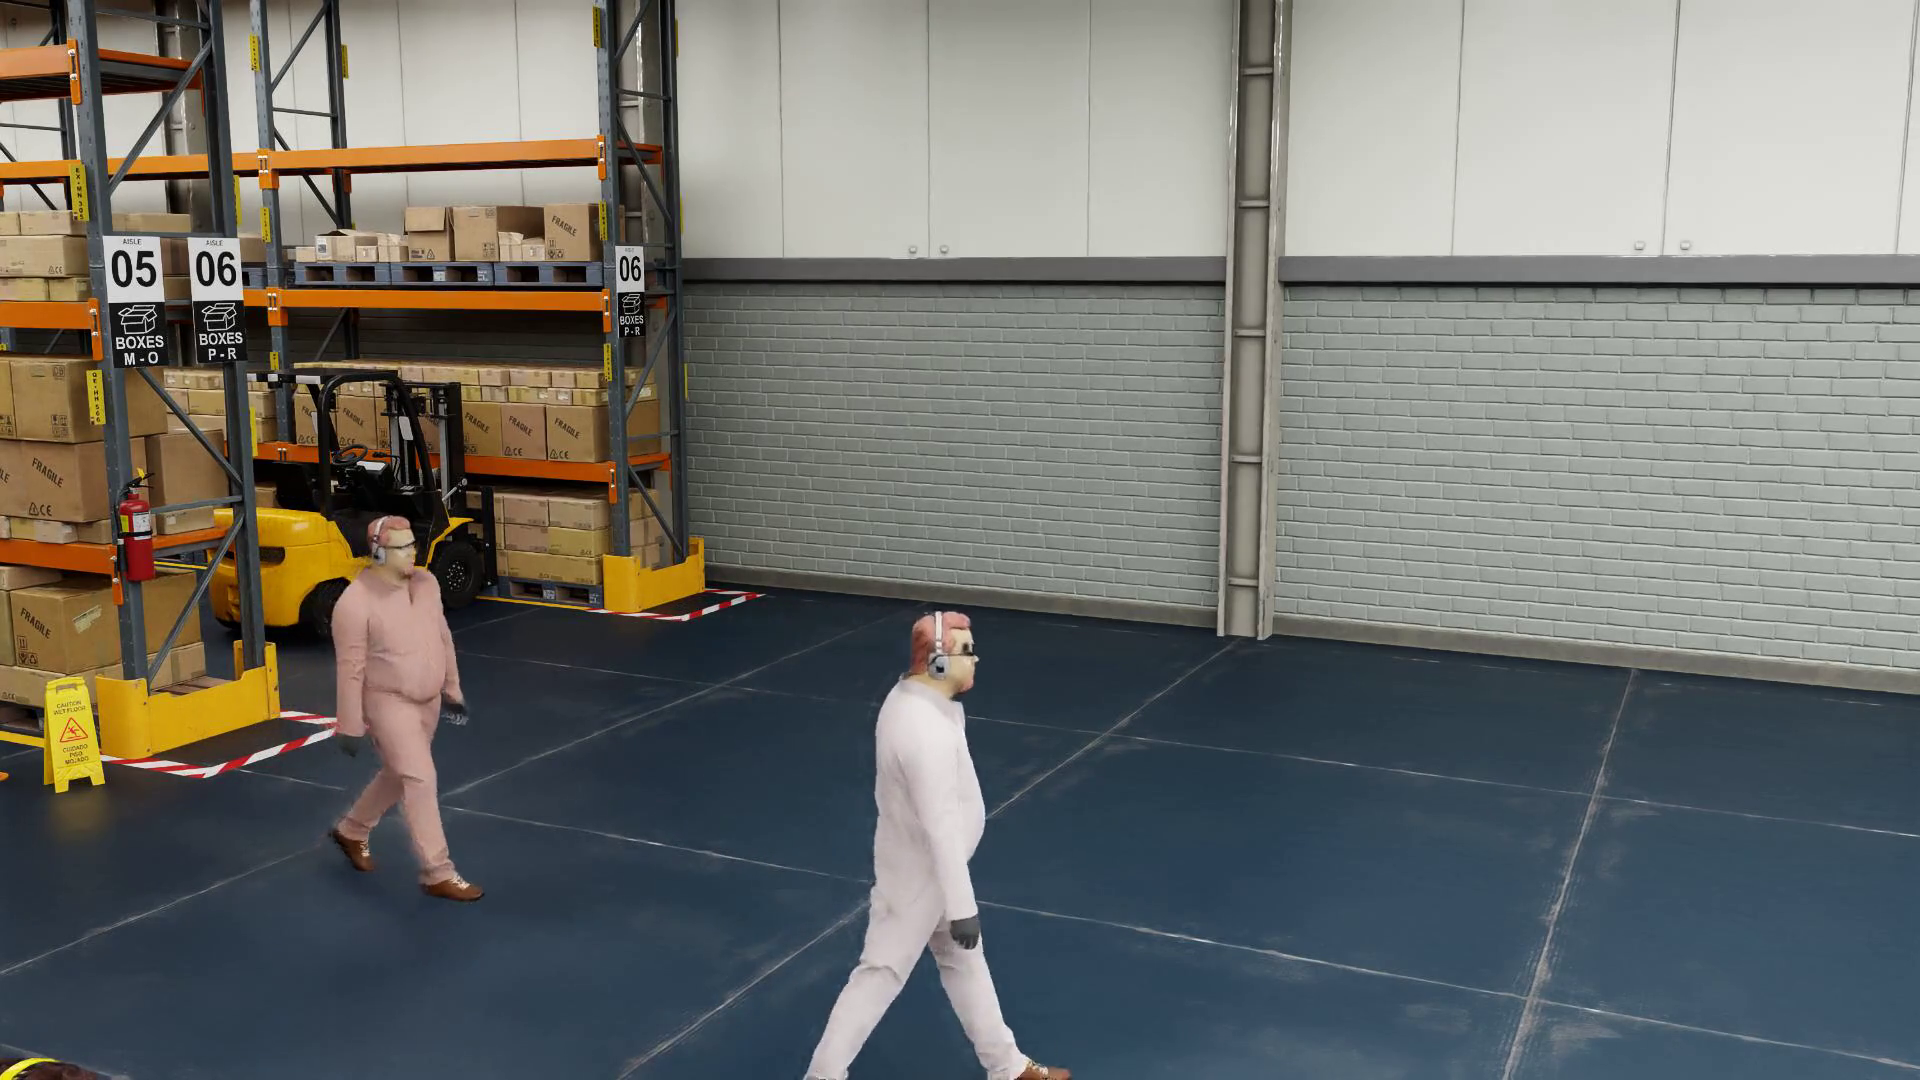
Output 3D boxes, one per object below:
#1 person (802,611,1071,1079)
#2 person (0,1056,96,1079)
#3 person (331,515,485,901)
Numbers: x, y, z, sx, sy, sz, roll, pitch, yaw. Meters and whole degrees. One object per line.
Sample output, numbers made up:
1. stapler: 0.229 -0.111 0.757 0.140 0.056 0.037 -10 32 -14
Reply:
1. person: -0.123 1.165 5.882 1.010 1.853 0.664 -1 9 -4
2. person: -1.356 1.690 2.601 0.310 1.864 0.534 0 9 -1
3. person: -2.759 0.791 8.105 0.944 1.875 0.639 3 10 18
